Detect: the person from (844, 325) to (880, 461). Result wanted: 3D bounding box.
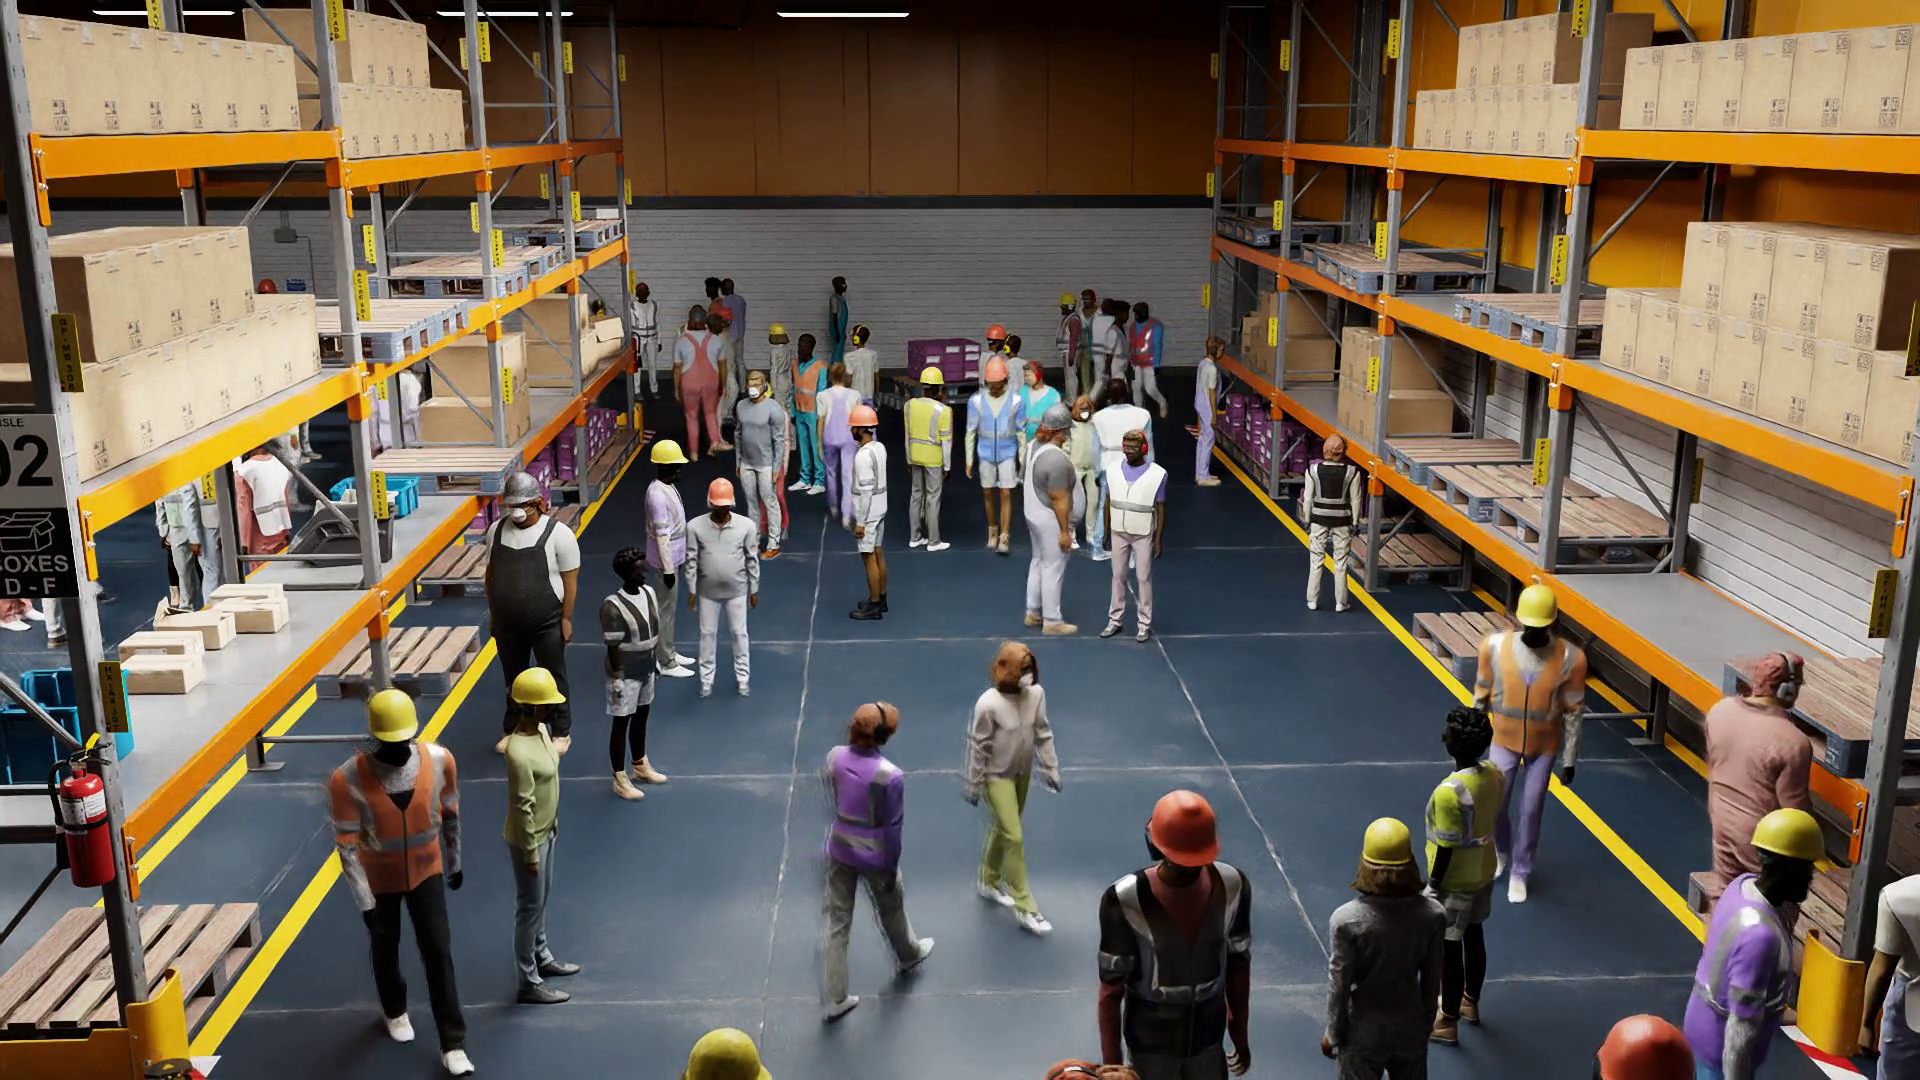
[{"bbox_3d":[-1.252,-1.788,21.070,0.532,1.874,0.316,-9,17,-33],"label":"person"}]

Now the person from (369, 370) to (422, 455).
[{"bbox_3d":[-6.216,-1.101,18.293,0.558,1.919,0.672,2,14,6],"label":"person"}]

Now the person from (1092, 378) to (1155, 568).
[{"bbox_3d":[1.635,-0.672,16.643,0.626,1.894,0.463,3,15,13],"label":"person"}]

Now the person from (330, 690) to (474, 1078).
[{"bbox_3d":[-2.590,1.591,7.799,0.594,1.869,0.949,-9,17,-30],"label":"person"}]

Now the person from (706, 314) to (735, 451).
[{"bbox_3d":[-3.279,-2.131,22.473,0.340,1.846,0.512,-5,15,-20],"label":"person"}]

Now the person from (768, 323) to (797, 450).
[{"bbox_3d":[-2.414,-2.041,22.347,0.339,1.737,0.484,5,15,20],"label":"person"}]

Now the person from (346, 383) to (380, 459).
[{"bbox_3d":[-7.571,-1.874,21.194,0.621,1.985,0.408,4,15,14],"label":"person"}]

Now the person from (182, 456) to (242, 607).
[{"bbox_3d":[-6.414,-0.100,14.382,0.405,1.909,0.597,8,16,28],"label":"person"}]

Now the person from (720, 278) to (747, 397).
[{"bbox_3d":[-3.646,-3.208,26.539,0.374,1.933,0.625,9,17,31],"label":"person"}]

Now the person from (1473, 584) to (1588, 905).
[{"bbox_3d":[3.209,1.159,9.448,0.597,1.904,0.451,5,15,20],"label":"person"}]

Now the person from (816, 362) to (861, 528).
[{"bbox_3d":[-1.327,-1.062,18.399,0.520,1.788,0.987,-2,14,-8],"label":"person"}]

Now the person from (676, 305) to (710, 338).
[{"bbox_3d":[-3.693,-2.410,23.576,0.626,1.844,0.429,-2,14,-9],"label":"person"}]

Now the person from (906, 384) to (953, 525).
[{"bbox_3d":[-0.336,-1.001,18.498,0.516,1.610,0.669,0,14,2],"label":"person"}]

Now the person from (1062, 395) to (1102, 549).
[{"bbox_3d":[1.274,-0.714,17.368,0.508,1.625,0.283,-6,15,-22],"label":"person"}]

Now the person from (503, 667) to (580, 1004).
[{"bbox_3d":[-2.132,1.489,8.437,0.340,1.760,0.526,-1,14,-3],"label":"person"}]

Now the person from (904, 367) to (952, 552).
[{"bbox_3d":[-0.319,-0.840,17.272,0.582,1.919,0.395,10,17,33],"label":"person"}]

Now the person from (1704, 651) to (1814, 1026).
[{"bbox_3d":[3.977,1.462,8.279,0.426,1.898,0.648,-4,15,-17],"label":"person"}]

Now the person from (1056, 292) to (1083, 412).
[{"bbox_3d":[1.666,-2.866,25.406,0.403,1.825,0.592,-1,14,-6],"label":"person"}]

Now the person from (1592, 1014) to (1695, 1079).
[{"bbox_3d":[1.916,2.268,4.888,0.613,2.028,0.613,3,15,13],"label":"person"}]

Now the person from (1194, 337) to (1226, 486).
[{"bbox_3d":[3.046,-1.567,20.296,0.355,1.830,0.524,-1,14,-6],"label":"person"}]

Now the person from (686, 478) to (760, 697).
[{"bbox_3d":[-1.833,0.368,12.869,0.569,1.744,0.350,-1,14,-5],"label":"person"}]

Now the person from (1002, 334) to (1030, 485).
[{"bbox_3d":[0.646,-1.572,20.247,0.509,1.863,0.328,-9,17,-32],"label":"person"}]

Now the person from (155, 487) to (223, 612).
[{"bbox_3d":[-6.624,-0.100,14.355,0.591,1.919,0.392,1,14,2],"label":"person"}]

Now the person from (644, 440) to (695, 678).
[{"bbox_3d":[-2.337,0.142,13.387,0.365,1.927,0.588,-2,14,-6],"label":"person"}]

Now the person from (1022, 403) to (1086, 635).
[{"bbox_3d":[0.832,-0.195,14.483,0.536,2.000,0.687,-5,15,-19],"label":"person"}]

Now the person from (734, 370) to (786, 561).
[{"bbox_3d":[-2.045,-0.761,16.909,0.630,1.940,0.372,10,17,33],"label":"person"}]

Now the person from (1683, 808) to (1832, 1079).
[{"bbox_3d":[3.016,1.941,6.389,0.442,1.905,0.644,6,16,24],"label":"person"}]

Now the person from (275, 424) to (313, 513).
[{"bbox_3d":[-7.653,-1.271,18.909,0.418,1.948,0.628,-8,16,-27],"label":"person"}]

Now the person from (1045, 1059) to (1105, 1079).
[{"bbox_3d":[0.317,2.367,4.757,0.575,1.880,0.351,1,14,5],"label":"person"}]

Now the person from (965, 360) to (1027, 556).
[{"bbox_3d":[0.357,-0.831,17.071,0.621,2.000,0.986,2,14,7],"label":"person"}]

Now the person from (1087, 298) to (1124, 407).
[{"bbox_3d":[2.164,-2.665,24.625,0.644,1.830,0.517,13,19,42],"label":"person"}]

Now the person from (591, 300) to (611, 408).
[{"bbox_3d":[-5.194,-2.569,24.195,0.644,1.846,0.510,-9,17,-30],"label":"person"}]

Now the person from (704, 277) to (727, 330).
[{"bbox_3d":[-3.864,-3.188,26.384,0.361,1.962,0.618,1,14,2],"label":"person"}]

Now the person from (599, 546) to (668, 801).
[{"bbox_3d":[-2.162,0.863,11.015,0.322,1.697,0.530,6,16,23],"label":"person"}]

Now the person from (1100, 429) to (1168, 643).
[{"bbox_3d":[1.493,-0.047,14.291,0.563,1.846,0.390,7,16,25],"label":"person"}]

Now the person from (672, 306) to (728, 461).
[{"bbox_3d":[-3.415,-2.059,21.801,0.718,2.000,0.543,-4,15,-17],"label":"person"}]

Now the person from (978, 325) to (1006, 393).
[{"bbox_3d":[0.426,-1.702,20.632,0.386,1.929,0.543,-6,15,-21],"label":"person"}]

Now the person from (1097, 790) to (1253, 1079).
[{"bbox_3d":[0.827,1.890,6.330,0.613,2.031,0.410,-4,15,-15],"label":"person"}]

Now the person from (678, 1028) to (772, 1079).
[{"bbox_3d":[-0.730,2.323,5.216,0.321,1.738,0.486,5,15,18],"label":"person"}]

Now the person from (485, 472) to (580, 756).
[{"bbox_3d":[-3.027,0.523,11.664,0.683,2.000,0.538,2,14,9],"label":"person"}]

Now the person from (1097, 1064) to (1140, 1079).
[{"bbox_3d":[0.464,2.378,5.195,0.279,1.634,0.498,-4,15,-15],"label":"person"}]

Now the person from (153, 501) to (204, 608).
[{"bbox_3d":[-7.143,-0.229,15.303,0.533,1.697,0.318,-9,17,-32],"label":"person"}]

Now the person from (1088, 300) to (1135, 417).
[{"bbox_3d":[2.196,-2.434,23.526,0.985,1.926,0.601,2,14,10],"label":"person"}]

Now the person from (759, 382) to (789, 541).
[{"bbox_3d":[-2.038,-0.825,17.564,0.519,1.764,0.429,3,15,11],"label":"person"}]

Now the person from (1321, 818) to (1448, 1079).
[{"bbox_3d":[1.684,1.945,6.687,0.485,1.739,0.314,-2,14,-9],"label":"person"}]

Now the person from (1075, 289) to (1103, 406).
[{"bbox_3d":[2.028,-2.983,25.858,0.574,1.830,0.410,9,17,31],"label":"person"}]

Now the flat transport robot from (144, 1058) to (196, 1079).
[{"bbox_3d":[-3.416,2.634,6.907,0.652,0.197,1.431,2,14,6],"label":"flat transport robot"}]

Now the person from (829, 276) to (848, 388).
[{"bbox_3d":[-2.001,-3.468,27.724,0.346,1.847,0.507,2,14,6],"label":"person"}]

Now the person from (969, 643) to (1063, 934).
[{"bbox_3d":[0.358,1.360,9.240,0.509,1.599,0.780,-13,19,-42],"label":"person"}]

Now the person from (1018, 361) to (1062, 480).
[{"bbox_3d":[0.929,-1.080,18.397,0.649,1.818,0.490,12,19,40],"label":"person"}]

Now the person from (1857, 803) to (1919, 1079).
[{"bbox_3d":[3.869,1.913,6.623,0.560,1.836,0.394,-1,14,-3],"label":"person"}]

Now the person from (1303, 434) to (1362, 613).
[{"bbox_3d":[3.369,-0.146,15.091,0.517,1.641,0.308,5,15,18],"label":"person"}]

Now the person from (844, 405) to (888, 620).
[{"bbox_3d":[-0.845,-0.245,14.886,0.373,1.934,0.551,3,15,13],"label":"person"}]

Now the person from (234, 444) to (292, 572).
[{"bbox_3d":[-5.929,-0.060,14.231,0.399,1.908,0.599,4,15,14],"label":"person"}]

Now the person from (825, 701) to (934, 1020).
[{"bbox_3d":[-0.429,1.570,8.431,0.506,1.589,0.852,9,17,32],"label":"person"}]

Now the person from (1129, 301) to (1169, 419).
[{"bbox_3d":[2.736,-2.587,24.321,0.612,1.820,0.635,-14,20,-43],"label":"person"}]

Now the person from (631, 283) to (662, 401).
[{"bbox_3d":[-5.016,-3.150,26.433,0.579,1.874,0.374,-8,16,-28],"label":"person"}]

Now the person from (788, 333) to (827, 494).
[{"bbox_3d":[-1.803,-1.517,19.913,0.591,1.922,0.392,14,20,43],"label":"person"}]

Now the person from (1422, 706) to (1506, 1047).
[{"bbox_3d":[2.414,1.617,8.058,0.319,1.697,0.532,13,19,42],"label":"person"}]

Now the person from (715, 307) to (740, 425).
[{"bbox_3d":[-3.379,-2.540,24.295,0.473,1.729,0.603,-2,14,-10],"label":"person"}]
